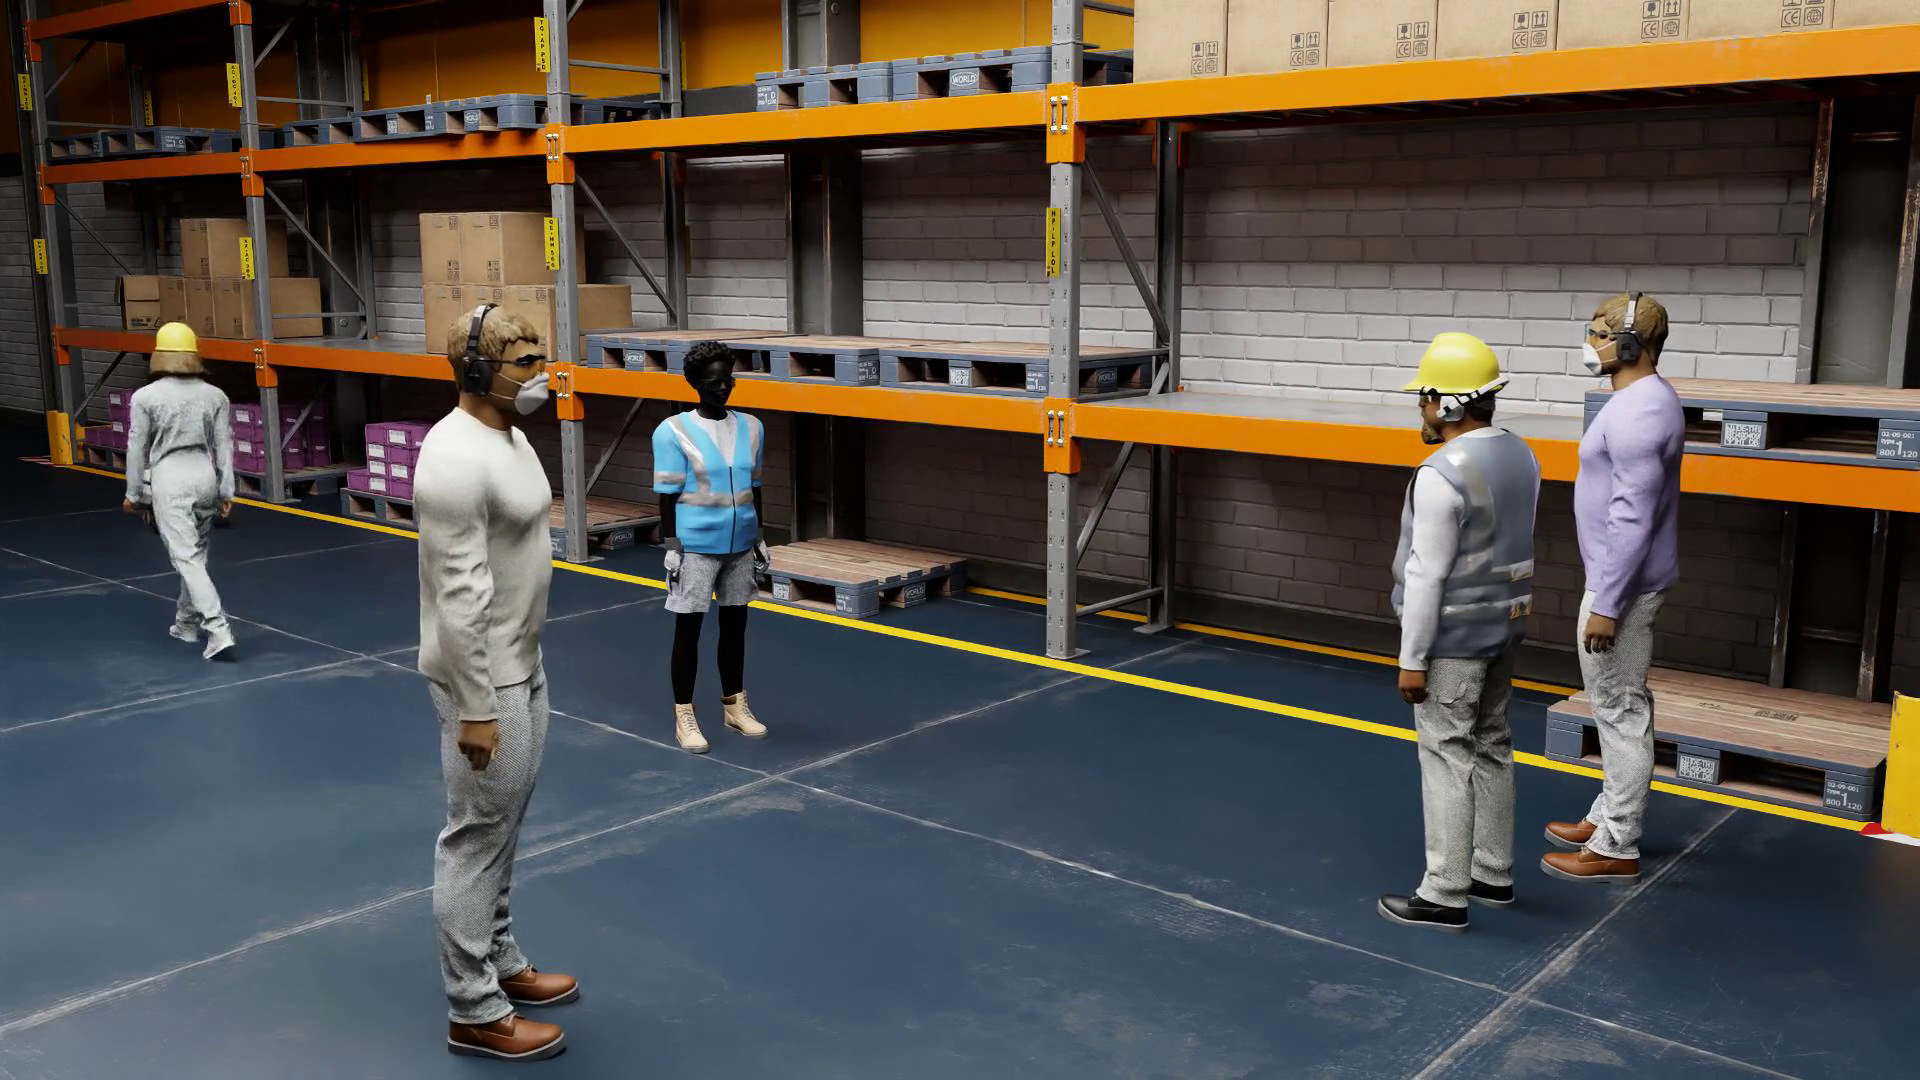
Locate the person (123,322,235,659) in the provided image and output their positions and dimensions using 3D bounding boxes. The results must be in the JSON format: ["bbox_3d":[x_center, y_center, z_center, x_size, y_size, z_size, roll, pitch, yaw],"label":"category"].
[{"bbox_3d":[-3.947,-0.259,8.508,0.876,1.702,0.493,8,13,39],"label":"person"}]

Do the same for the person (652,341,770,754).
[{"bbox_3d":[-1.023,0.024,6.926,0.535,1.697,0.318,-9,13,-41],"label":"person"}]

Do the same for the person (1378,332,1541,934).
[{"bbox_3d":[1.524,0.283,5.099,0.593,1.826,0.404,-10,14,-43],"label":"person"}]

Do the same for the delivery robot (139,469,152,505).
[{"bbox_3d":[-5.806,-0.400,12.320,0.707,0.478,0.477,10,14,44],"label":"delivery robot"}]

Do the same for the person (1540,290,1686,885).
[{"bbox_3d":[2.154,0.161,5.457,0.373,1.940,0.629,4,11,24],"label":"person"}]

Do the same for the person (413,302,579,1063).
[{"bbox_3d":[-1.209,0.360,4.321,0.359,1.938,0.632,-1,10,-3],"label":"person"}]
